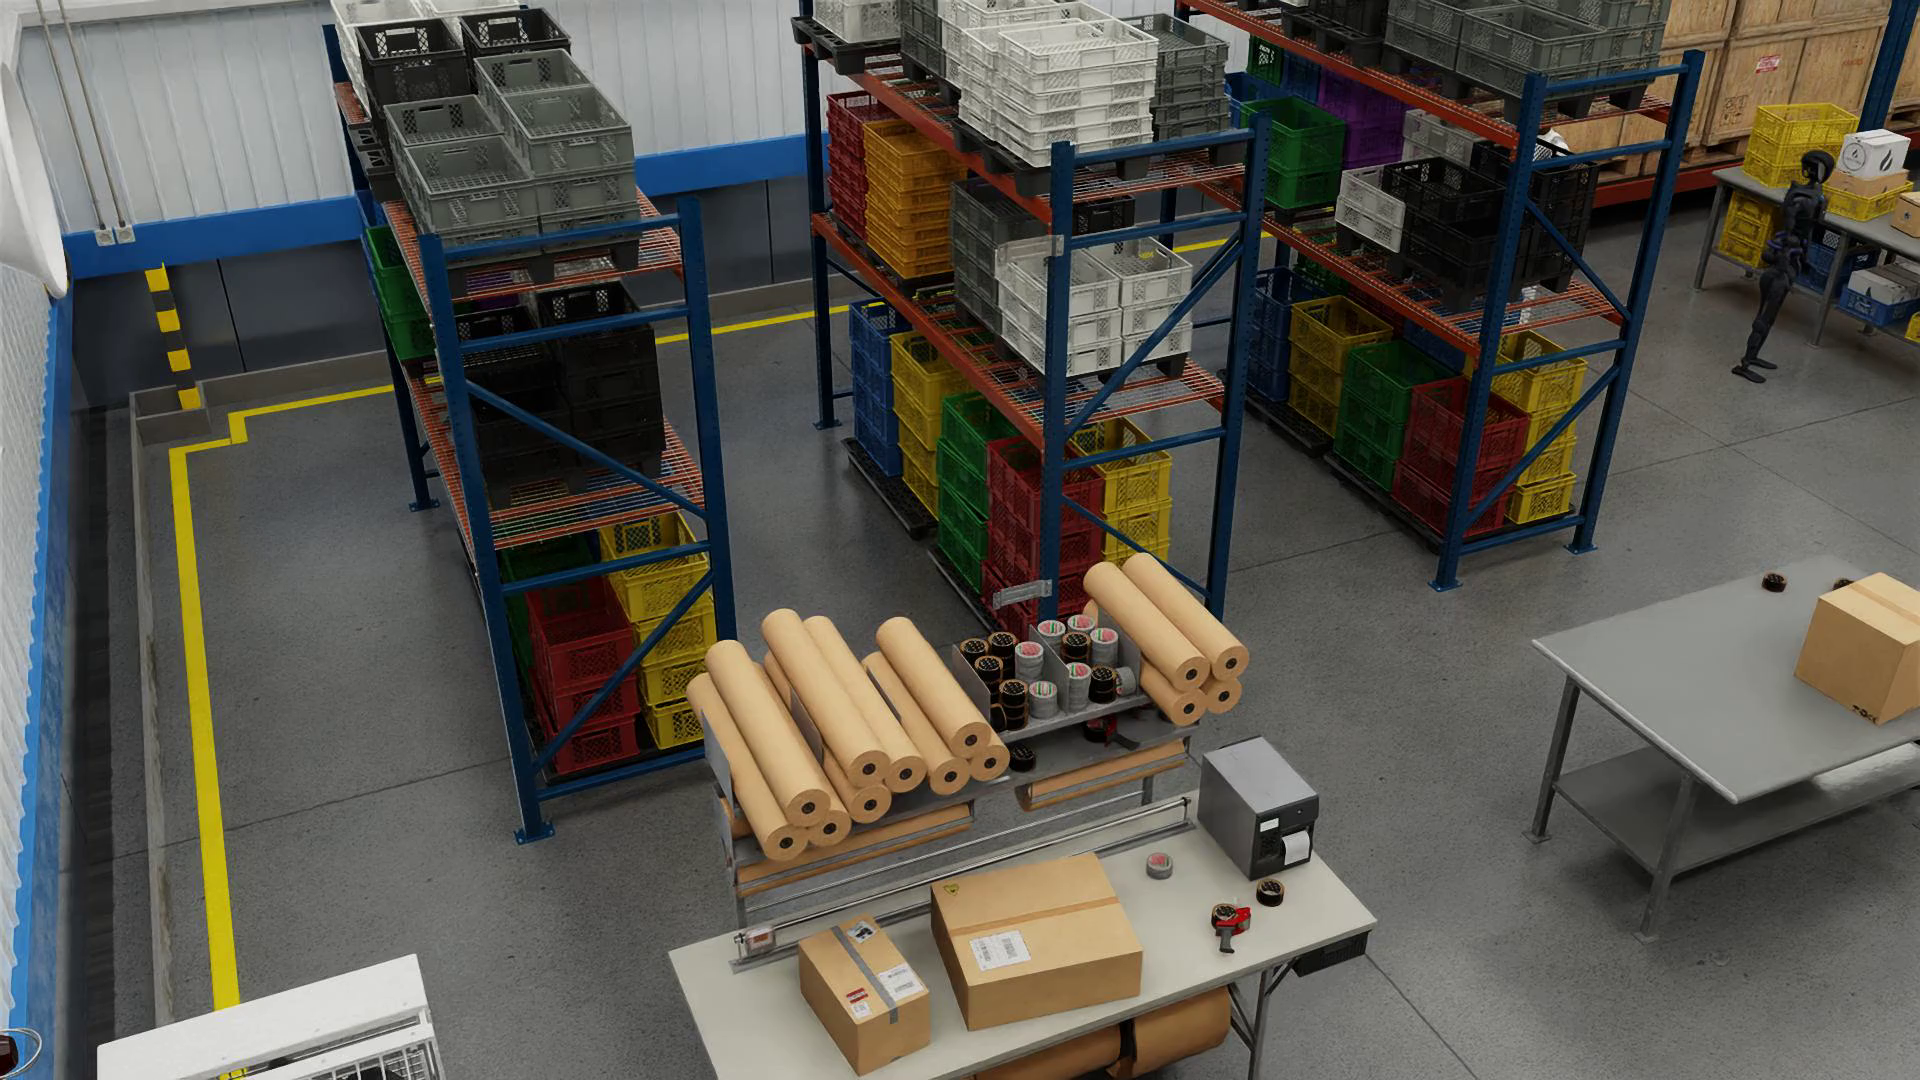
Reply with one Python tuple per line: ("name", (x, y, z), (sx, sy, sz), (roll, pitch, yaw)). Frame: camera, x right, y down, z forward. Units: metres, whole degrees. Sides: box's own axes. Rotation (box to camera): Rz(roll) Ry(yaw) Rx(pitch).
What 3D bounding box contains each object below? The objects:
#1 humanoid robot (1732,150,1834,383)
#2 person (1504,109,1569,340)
("humanoid robot", (5.867, -1.944, 11.770), (0.331, 1.657, 0.600), (24, 39, 34))
("person", (4.184, -2.417, 12.354), (0.348, 1.883, 0.582), (-10, 33, -16))
